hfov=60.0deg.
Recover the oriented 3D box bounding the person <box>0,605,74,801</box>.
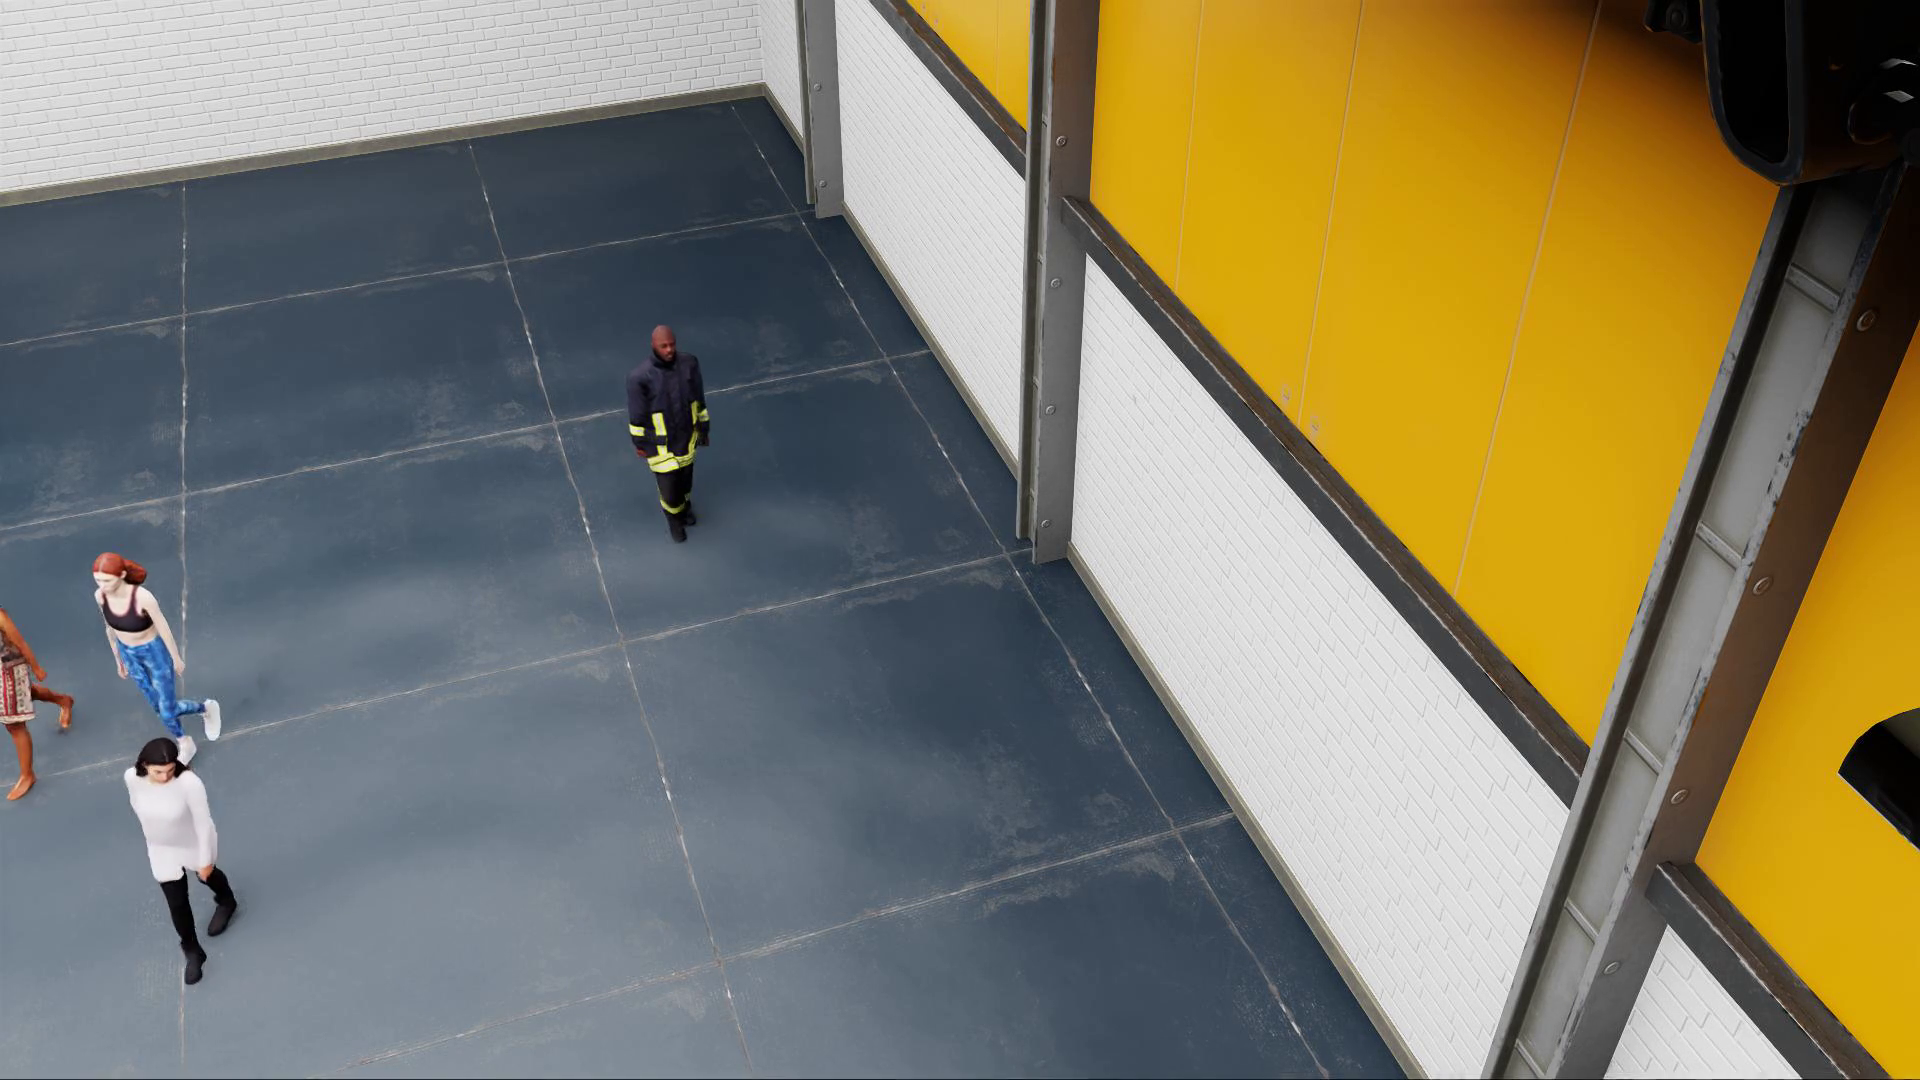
[{"bbox_3d":[-6.130,0.796,10.761,0.967,1.602,1.216,2,39,3],"label":"person"}]

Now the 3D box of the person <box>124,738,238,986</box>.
[{"bbox_3d":[-4.423,1.693,9.518,0.850,1.752,0.990,6,39,7],"label":"person"}]

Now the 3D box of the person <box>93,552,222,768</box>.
[{"bbox_3d":[-5.172,0.725,10.711,0.768,1.777,0.854,9,39,11],"label":"person"}]

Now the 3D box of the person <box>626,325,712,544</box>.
[{"bbox_3d":[-2.252,-0.888,12.706,0.841,1.807,0.850,-22,44,-25],"label":"person"}]
